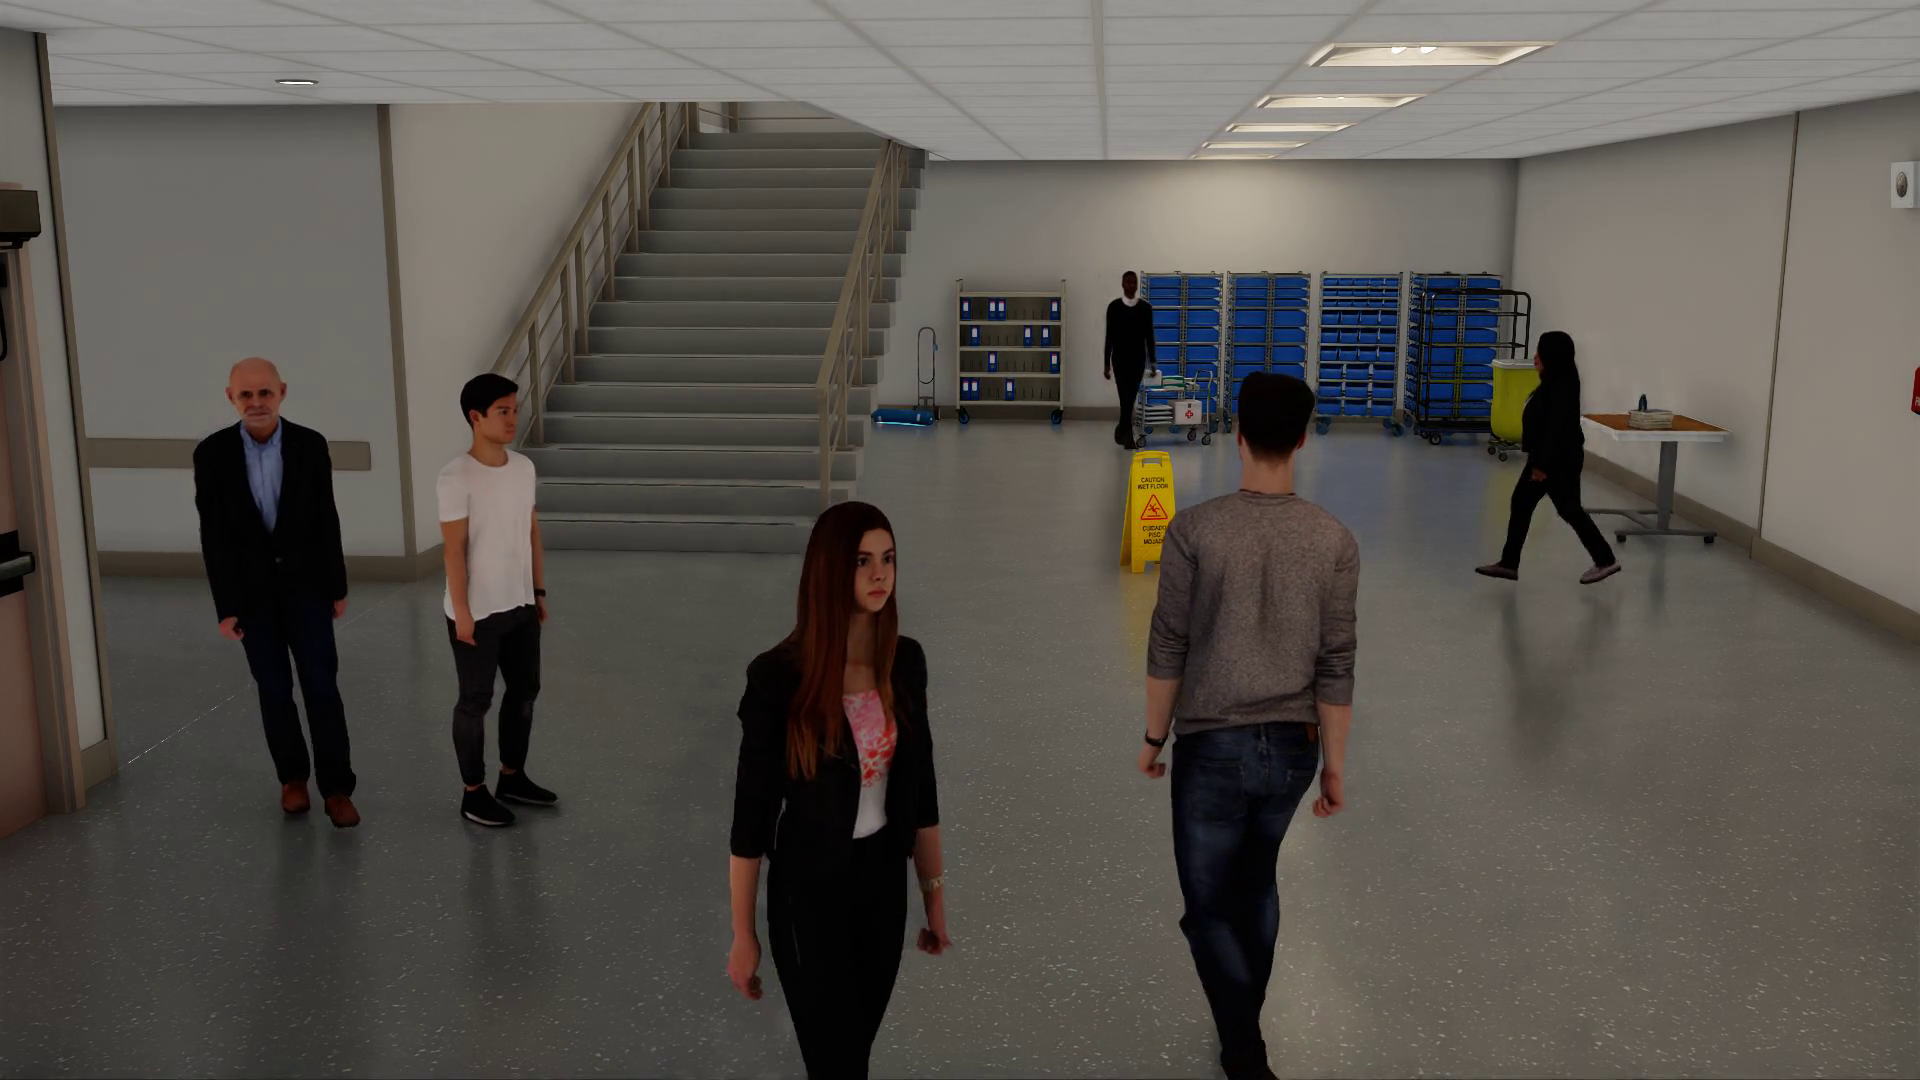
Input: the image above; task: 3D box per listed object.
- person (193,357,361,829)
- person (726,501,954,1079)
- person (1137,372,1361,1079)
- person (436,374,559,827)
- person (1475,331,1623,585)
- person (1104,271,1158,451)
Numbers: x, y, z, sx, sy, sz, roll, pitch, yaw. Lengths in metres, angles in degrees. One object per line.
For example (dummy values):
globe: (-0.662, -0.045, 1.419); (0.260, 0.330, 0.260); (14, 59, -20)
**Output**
person: (-2.619, 0.195, 6.348); (0.899, 1.765, 1.022); (-5, 12, -24)
person: (-0.314, 0.753, 3.587); (0.757, 1.698, 0.813); (-8, 14, -38)
person: (0.720, 0.568, 4.114); (0.840, 1.865, 1.252); (-1, 11, -6)
person: (-1.798, 0.218, 6.358); (0.746, 1.716, 0.611); (6, 12, 30)
person: (3.789, -0.476, 10.373); (0.690, 1.583, 1.008); (1, 11, 5)
person: (1.693, -1.819, 16.924); (0.814, 1.779, 1.230); (-1, 11, -6)
